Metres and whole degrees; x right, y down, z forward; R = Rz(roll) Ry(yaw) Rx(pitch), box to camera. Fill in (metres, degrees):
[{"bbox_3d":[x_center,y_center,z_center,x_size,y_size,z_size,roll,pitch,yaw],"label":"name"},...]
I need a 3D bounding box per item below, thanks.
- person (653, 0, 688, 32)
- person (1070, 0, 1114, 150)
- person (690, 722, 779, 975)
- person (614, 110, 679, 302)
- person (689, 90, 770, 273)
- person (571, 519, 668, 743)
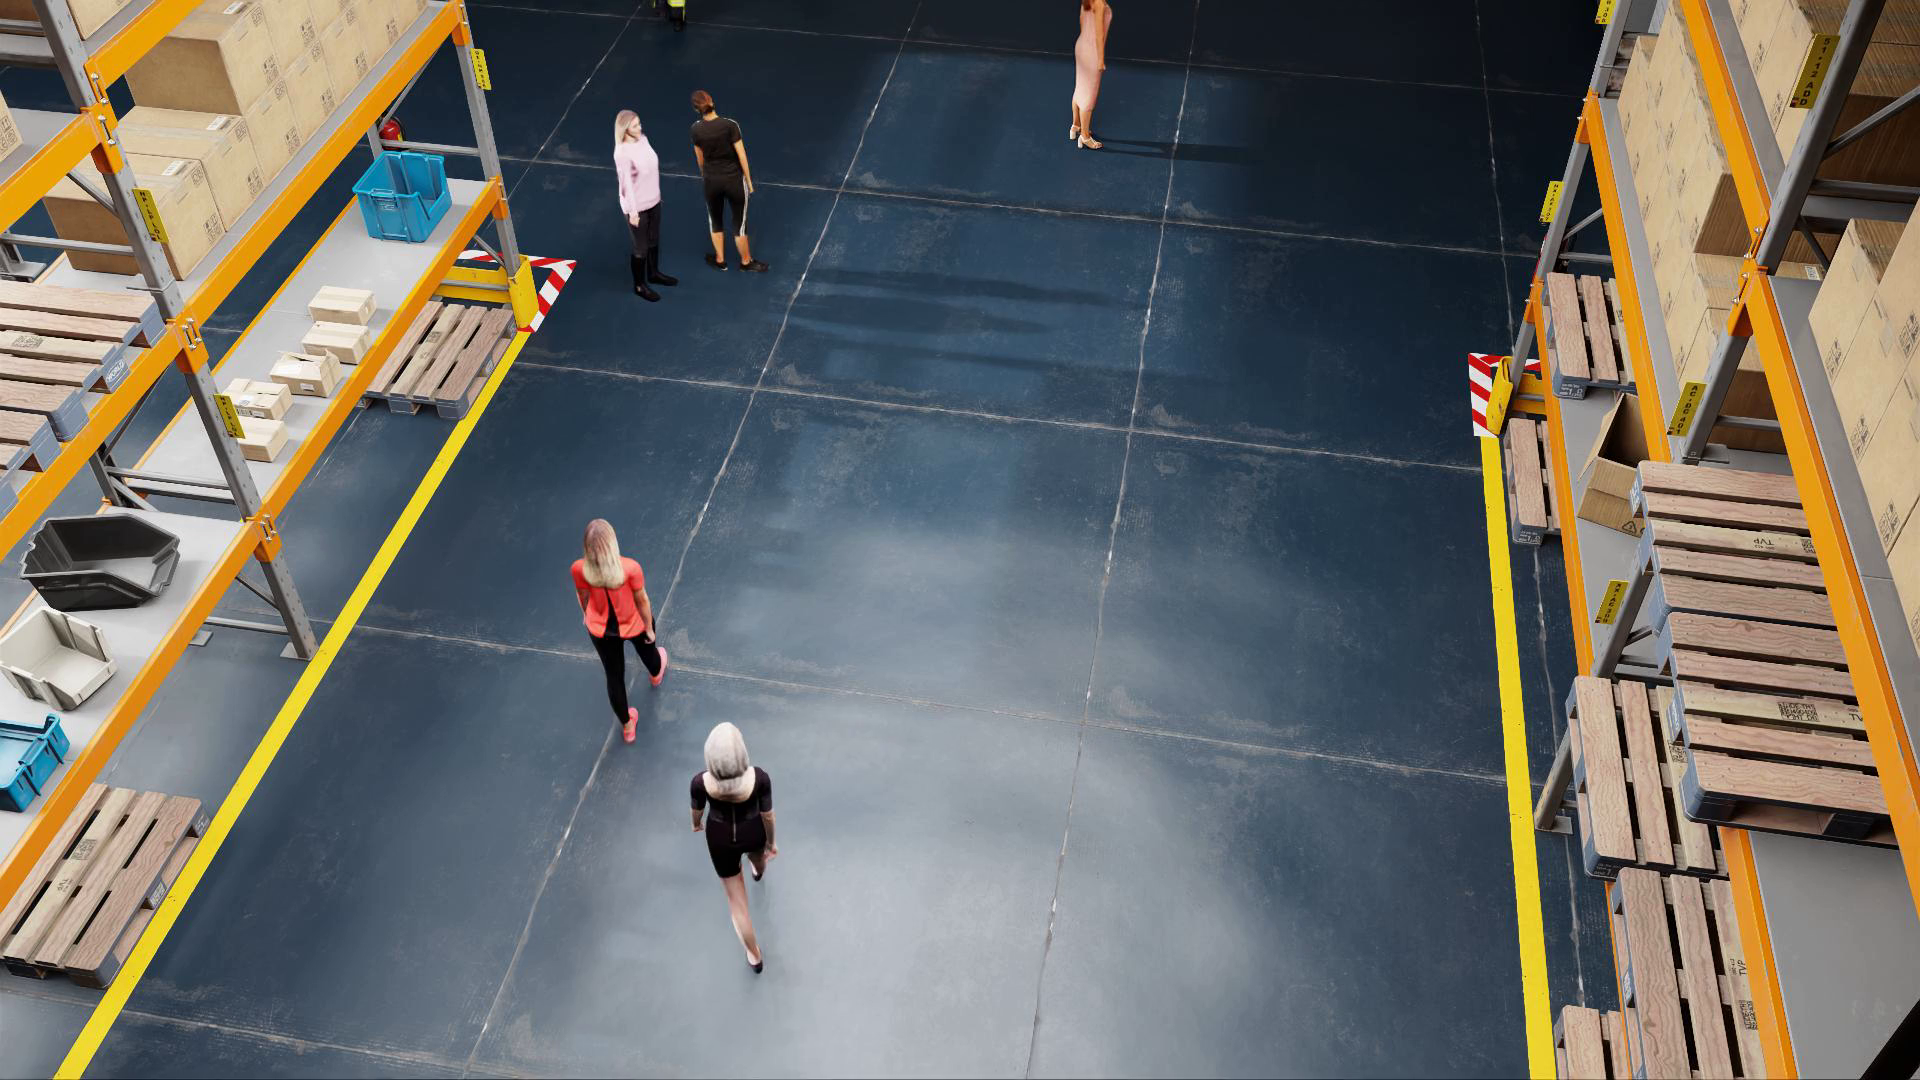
[{"bbox_3d":[-3.070,-6.190,17.223,0.873,1.797,0.940,-5,44,-6],"label":"person"},{"bbox_3d":[1.204,-4.521,15.446,0.727,1.831,0.599,-12,45,-12],"label":"person"},{"bbox_3d":[-1.185,1.701,8.940,0.888,1.796,1.165,-10,44,-10],"label":"person"},{"bbox_3d":[-2.653,-2.783,13.724,0.705,1.689,0.546,15,46,15],"label":"person"},{"bbox_3d":[-1.932,-2.984,13.971,0.736,1.640,0.497,17,46,17],"label":"person"},{"bbox_3d":[-2.106,0.591,10.200,0.730,1.666,1.001,0,44,0],"label":"person"}]
